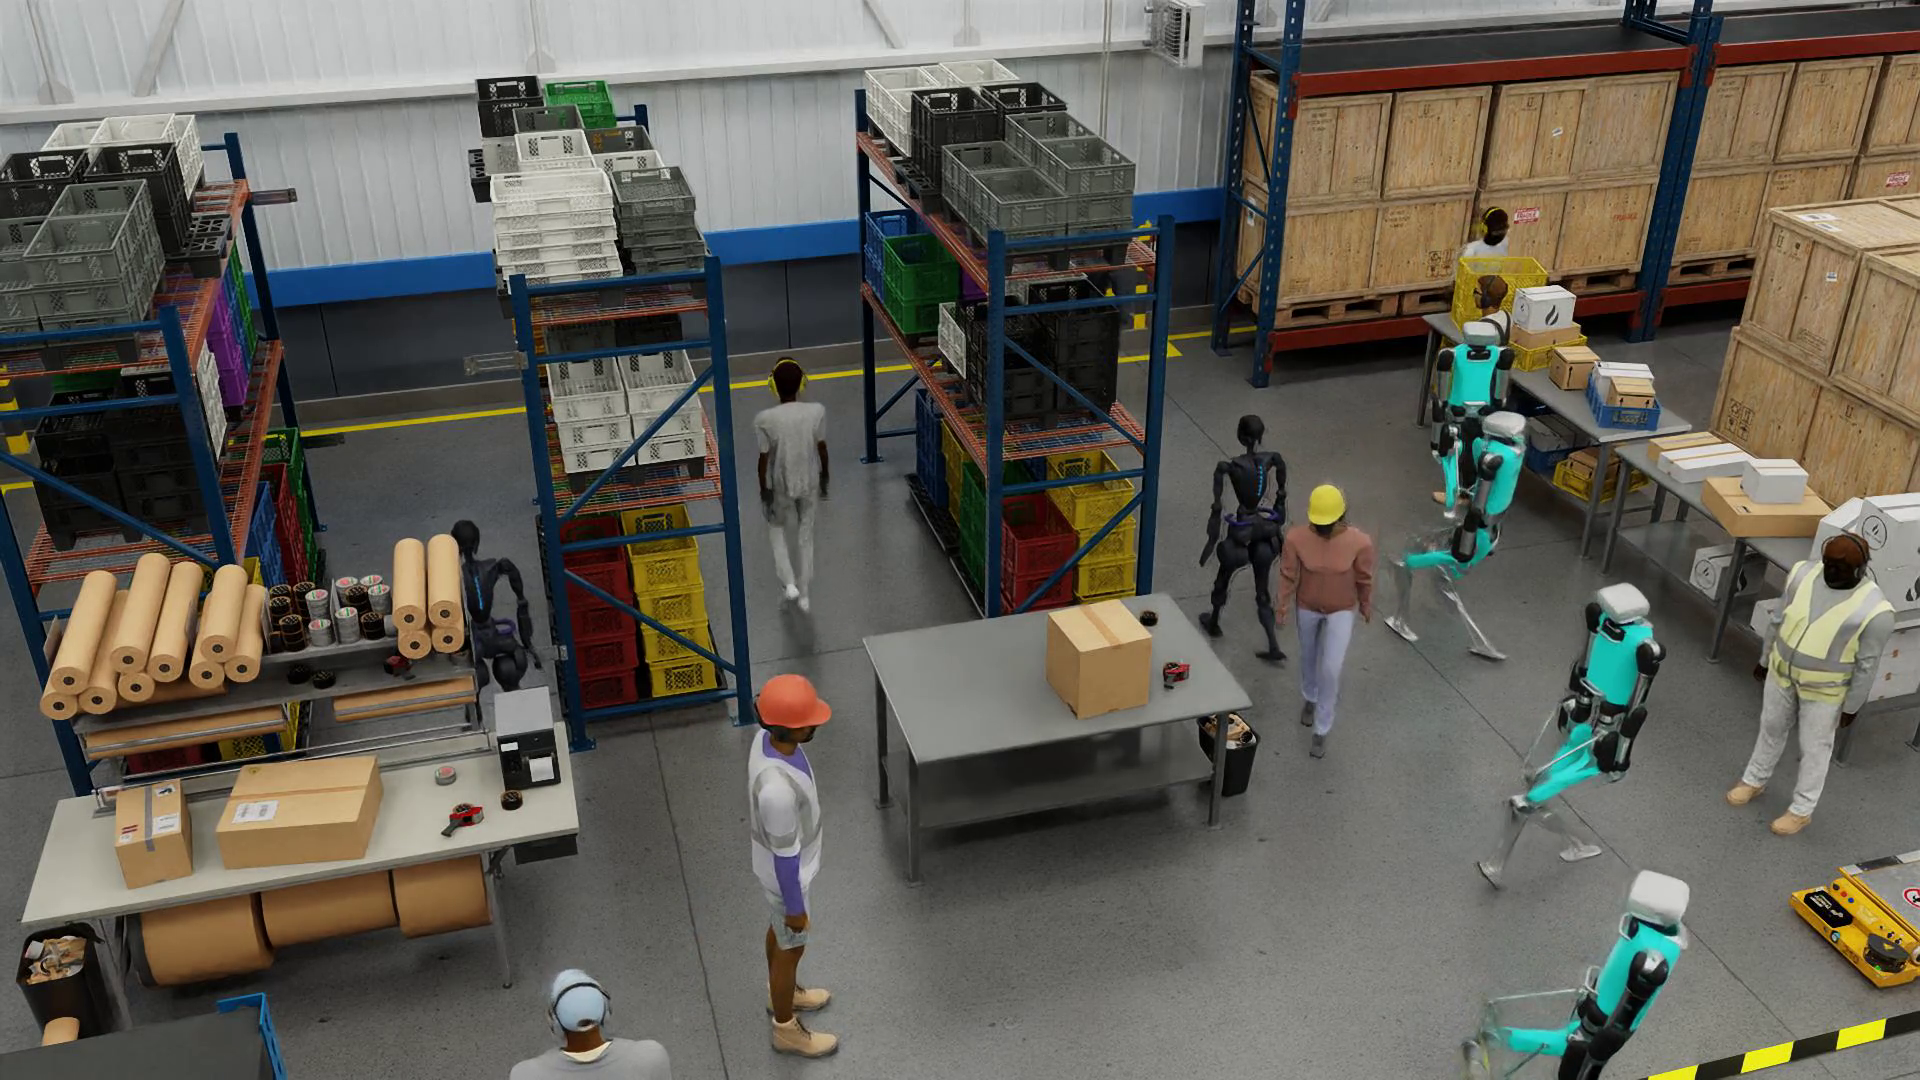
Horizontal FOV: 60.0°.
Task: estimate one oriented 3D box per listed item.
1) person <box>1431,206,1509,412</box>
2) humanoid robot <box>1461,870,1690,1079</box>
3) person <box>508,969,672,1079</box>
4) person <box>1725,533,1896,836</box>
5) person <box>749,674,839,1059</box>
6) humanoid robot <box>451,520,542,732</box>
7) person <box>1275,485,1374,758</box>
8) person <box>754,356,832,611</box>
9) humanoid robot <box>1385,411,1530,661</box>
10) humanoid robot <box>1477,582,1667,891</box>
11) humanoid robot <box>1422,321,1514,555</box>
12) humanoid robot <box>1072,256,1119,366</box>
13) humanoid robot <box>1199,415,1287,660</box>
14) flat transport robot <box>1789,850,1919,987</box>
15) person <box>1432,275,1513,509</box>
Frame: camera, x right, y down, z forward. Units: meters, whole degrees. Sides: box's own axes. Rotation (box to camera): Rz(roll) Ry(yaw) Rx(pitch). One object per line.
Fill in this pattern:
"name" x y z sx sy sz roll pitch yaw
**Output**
"person" 4.371 -1.947 14.078 0.564 1.846 0.406 -19 34 -31
"humanoid robot" 2.458 2.051 6.908 0.952 1.746 0.537 13 31 23
"person" -1.338 2.339 6.261 0.596 1.851 0.382 -7 30 -13
"person" 4.663 0.772 9.135 0.430 1.836 0.628 -14 32 -24
"person" -0.755 1.478 7.632 0.390 2.040 0.613 -4 29 -7
"humanoid robot" -2.742 0.625 9.602 0.589 1.617 0.765 -14 32 -24
"person" 2.130 0.447 9.818 0.549 1.724 0.738 10 30 18
"person" -1.110 -0.375 11.197 0.519 1.856 0.404 -7 30 -13
"humanoid robot" 3.184 -0.063 10.792 0.992 1.765 0.545 22 36 35
"humanoid robot" 3.091 1.077 8.708 0.995 1.778 0.530 -8 30 -15
"humanoid robot" 3.613 -0.635 11.735 0.545 1.742 0.680 0 29 0
"humanoid robot" 1.110 -1.847 14.051 0.363 1.648 0.609 -20 35 -32
"humanoid robot" 1.873 -0.008 10.758 0.612 1.628 0.754 -11 31 -20
"flat transport robot" 5.163 1.916 8.676 1.431 0.231 0.659 -8 30 -14
"person" 3.898 -1.121 12.564 0.346 1.846 0.505 22 35 34
